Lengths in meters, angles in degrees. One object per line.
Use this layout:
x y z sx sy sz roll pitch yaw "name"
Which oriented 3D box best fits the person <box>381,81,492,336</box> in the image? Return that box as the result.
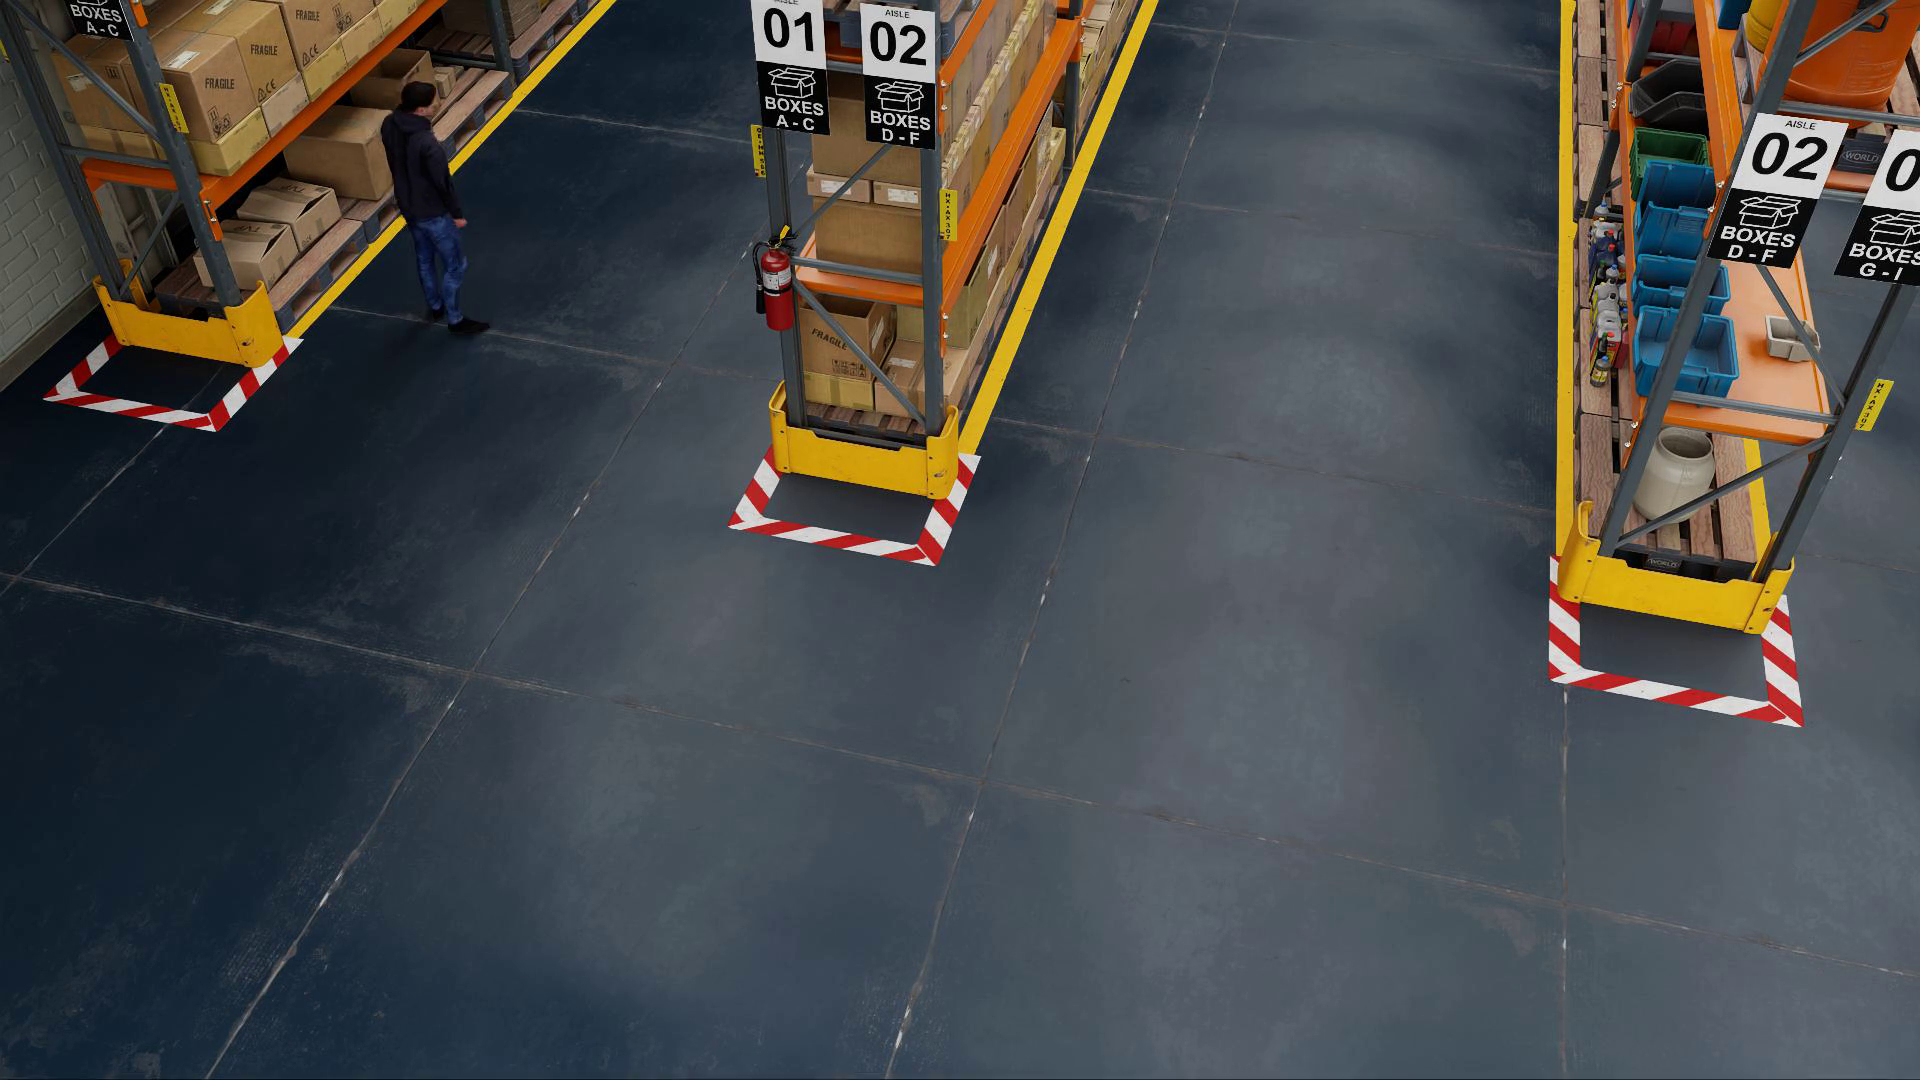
-3.673 -2.275 11.310 0.890 1.867 0.766 15 45 16 "person"
